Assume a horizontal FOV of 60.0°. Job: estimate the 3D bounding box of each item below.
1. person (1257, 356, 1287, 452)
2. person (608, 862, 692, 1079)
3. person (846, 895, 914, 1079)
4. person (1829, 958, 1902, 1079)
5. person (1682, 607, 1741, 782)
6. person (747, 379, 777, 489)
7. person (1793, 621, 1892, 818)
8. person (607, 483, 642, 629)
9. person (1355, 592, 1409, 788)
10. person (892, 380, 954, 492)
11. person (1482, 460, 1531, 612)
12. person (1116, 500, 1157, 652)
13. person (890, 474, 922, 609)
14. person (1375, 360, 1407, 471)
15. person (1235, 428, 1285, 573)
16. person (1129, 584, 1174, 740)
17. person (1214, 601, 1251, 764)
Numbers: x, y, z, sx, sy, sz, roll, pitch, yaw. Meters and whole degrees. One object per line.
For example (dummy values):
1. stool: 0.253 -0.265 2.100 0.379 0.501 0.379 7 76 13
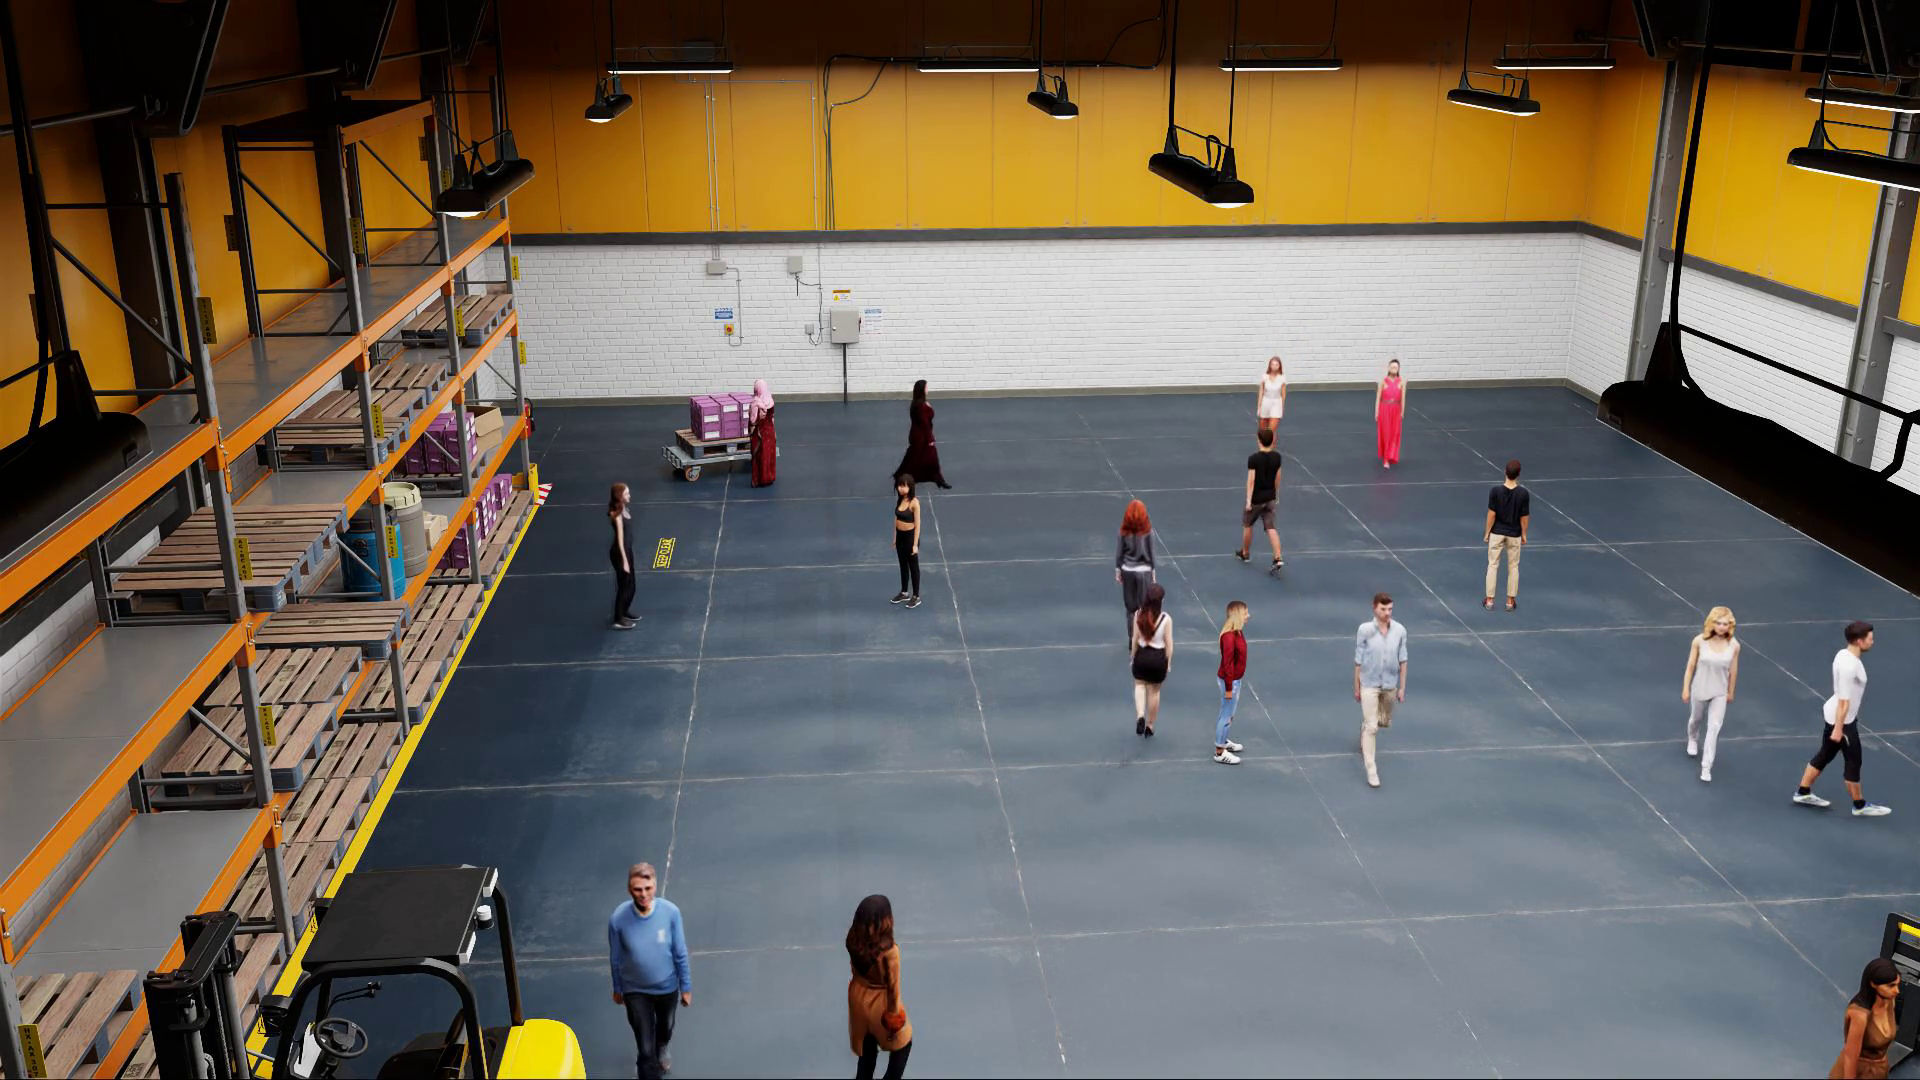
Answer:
1. person: 4.899 -2.069 26.148 0.806 1.682 1.022 6 19 17
2. person: -2.071 2.931 11.155 0.823 1.774 1.252 -5 19 -15
3. person: -0.602 3.104 10.749 0.827 1.706 0.873 12 22 32
4. person: 5.503 3.301 10.189 0.649 1.688 0.665 -13 23 -34
5. person: 7.163 1.406 15.912 0.937 1.627 1.185 7 20 20
6. person: -2.952 -1.608 24.847 0.818 1.638 0.761 15 24 38
7. person: 7.884 1.600 15.029 1.036 1.825 1.081 8 20 21
8. person: -3.957 0.165 19.420 0.638 1.742 0.466 0 19 -1
9. person: 3.948 1.347 15.781 0.651 1.823 1.071 -1 19 -3
10. person: -0.663 -1.459 24.298 0.733 1.705 1.049 -1 19 -4
11. person: 6.536 -0.059 19.900 0.690 1.859 0.637 4 19 13
12. person: 1.958 0.432 18.580 0.710 1.772 0.732 5 19 15
13. person: -0.626 -0.008 20.086 0.611 1.643 0.682 17 25 41
14. person: 6.653 -1.943 25.795 0.844 1.667 1.217 4 19 13
15. person: 3.906 -0.488 21.209 0.903 1.838 1.269 -7 20 -19
16. person: 1.859 1.246 16.382 0.695 1.632 0.788 5 19 15
17. person: 2.614 1.352 16.067 0.708 1.631 0.538 4 19 12
